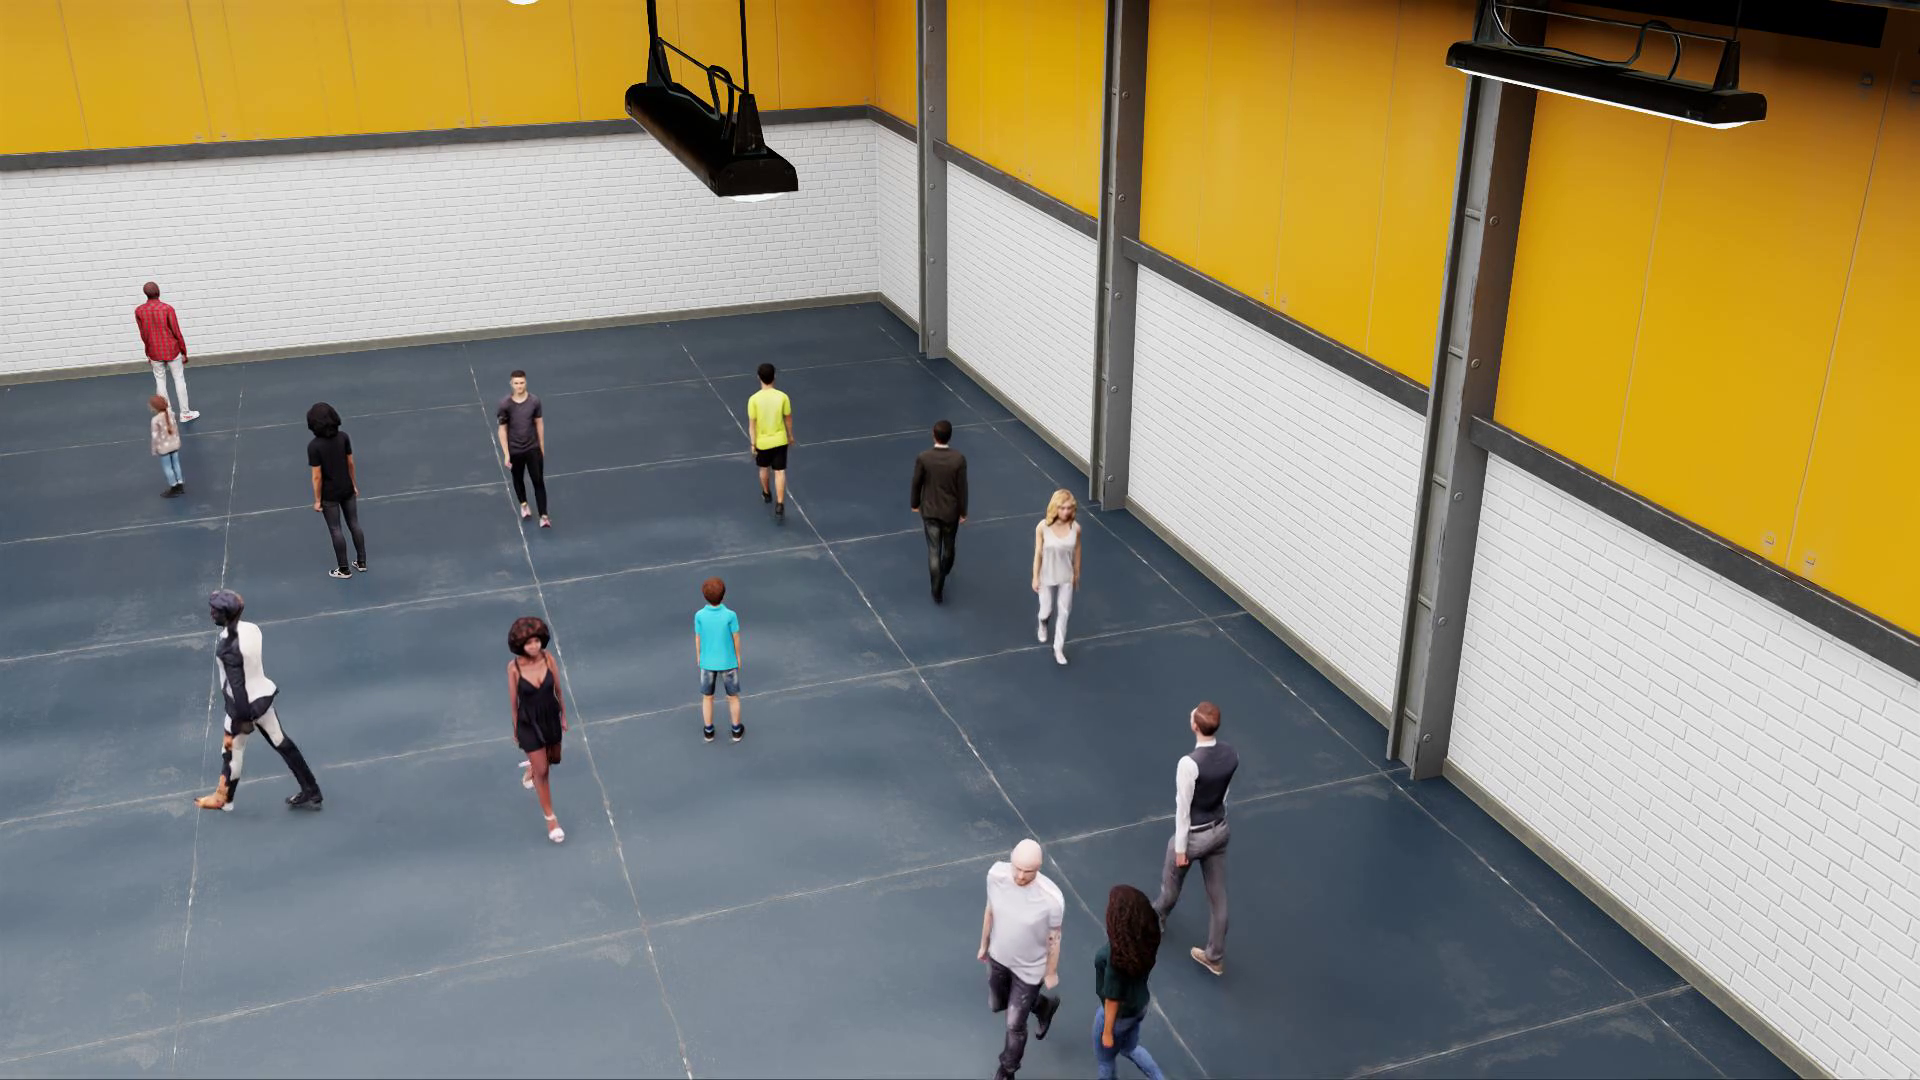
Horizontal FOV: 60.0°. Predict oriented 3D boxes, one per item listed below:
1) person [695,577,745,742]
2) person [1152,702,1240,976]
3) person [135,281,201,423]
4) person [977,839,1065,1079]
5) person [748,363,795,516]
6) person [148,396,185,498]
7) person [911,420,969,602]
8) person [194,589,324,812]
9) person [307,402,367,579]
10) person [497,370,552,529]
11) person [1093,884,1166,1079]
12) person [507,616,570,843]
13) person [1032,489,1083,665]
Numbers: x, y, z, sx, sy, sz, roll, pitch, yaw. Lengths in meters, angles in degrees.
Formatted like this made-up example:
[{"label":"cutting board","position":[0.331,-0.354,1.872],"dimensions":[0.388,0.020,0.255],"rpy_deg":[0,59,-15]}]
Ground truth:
[{"label":"person","position":[-1.996,0.984,13.740],"dimensions":[0.572,1.447,0.570],"rpy_deg":[0,24,0]},{"label":"person","position":[1.643,1.983,10.884],"dimensions":[0.825,1.905,1.146],"rpy_deg":[-14,27,-29]},{"label":"person","position":[-10.032,-2.380,20.970],"dimensions":[0.724,1.820,0.682],"rpy_deg":[-1,24,-3]},{"label":"person","position":[0.408,2.467,9.905],"dimensions":[1.106,1.802,1.084],"rpy_deg":[21,31,39]},{"label":"person","position":[-2.043,-1.063,18.139],"dimensions":[0.785,1.674,1.155],"rpy_deg":[-4,24,-8]},{"label":"person","position":[-8.954,-1.073,18.762],"dimensions":[0.650,1.193,0.594],"rpy_deg":[15,28,30]},{"label":"person","position":[-0.187,-0.250,16.173],"dimensions":[0.978,1.759,1.208],"rpy_deg":[0,24,0]},{"label":"person","position":[-5.290,1.262,12.608],"dimensions":[1.059,1.845,1.236],"rpy_deg":[0,24,0]},{"label":"person","position":[-6.250,-0.508,16.667],"dimensions":[0.708,1.837,0.710],"rpy_deg":[18,30,36]},{"label":"person","position":[-4.720,-0.997,17.933],"dimensions":[0.651,1.718,1.109],"rpy_deg":[-9,25,-19]},{"label":"person","position":[1.012,2.717,9.575],"dimensions":[0.995,1.608,0.885],"rpy_deg":[14,27,30]},{"label":"person","position":[-3.186,1.365,12.472],"dimensions":[0.756,1.765,1.079],"rpy_deg":[-17,29,-33]},{"label":"person","position":[0.862,0.293,15.059],"dimensions":[0.700,1.657,0.831],"rpy_deg":[-3,24,-7]}]
